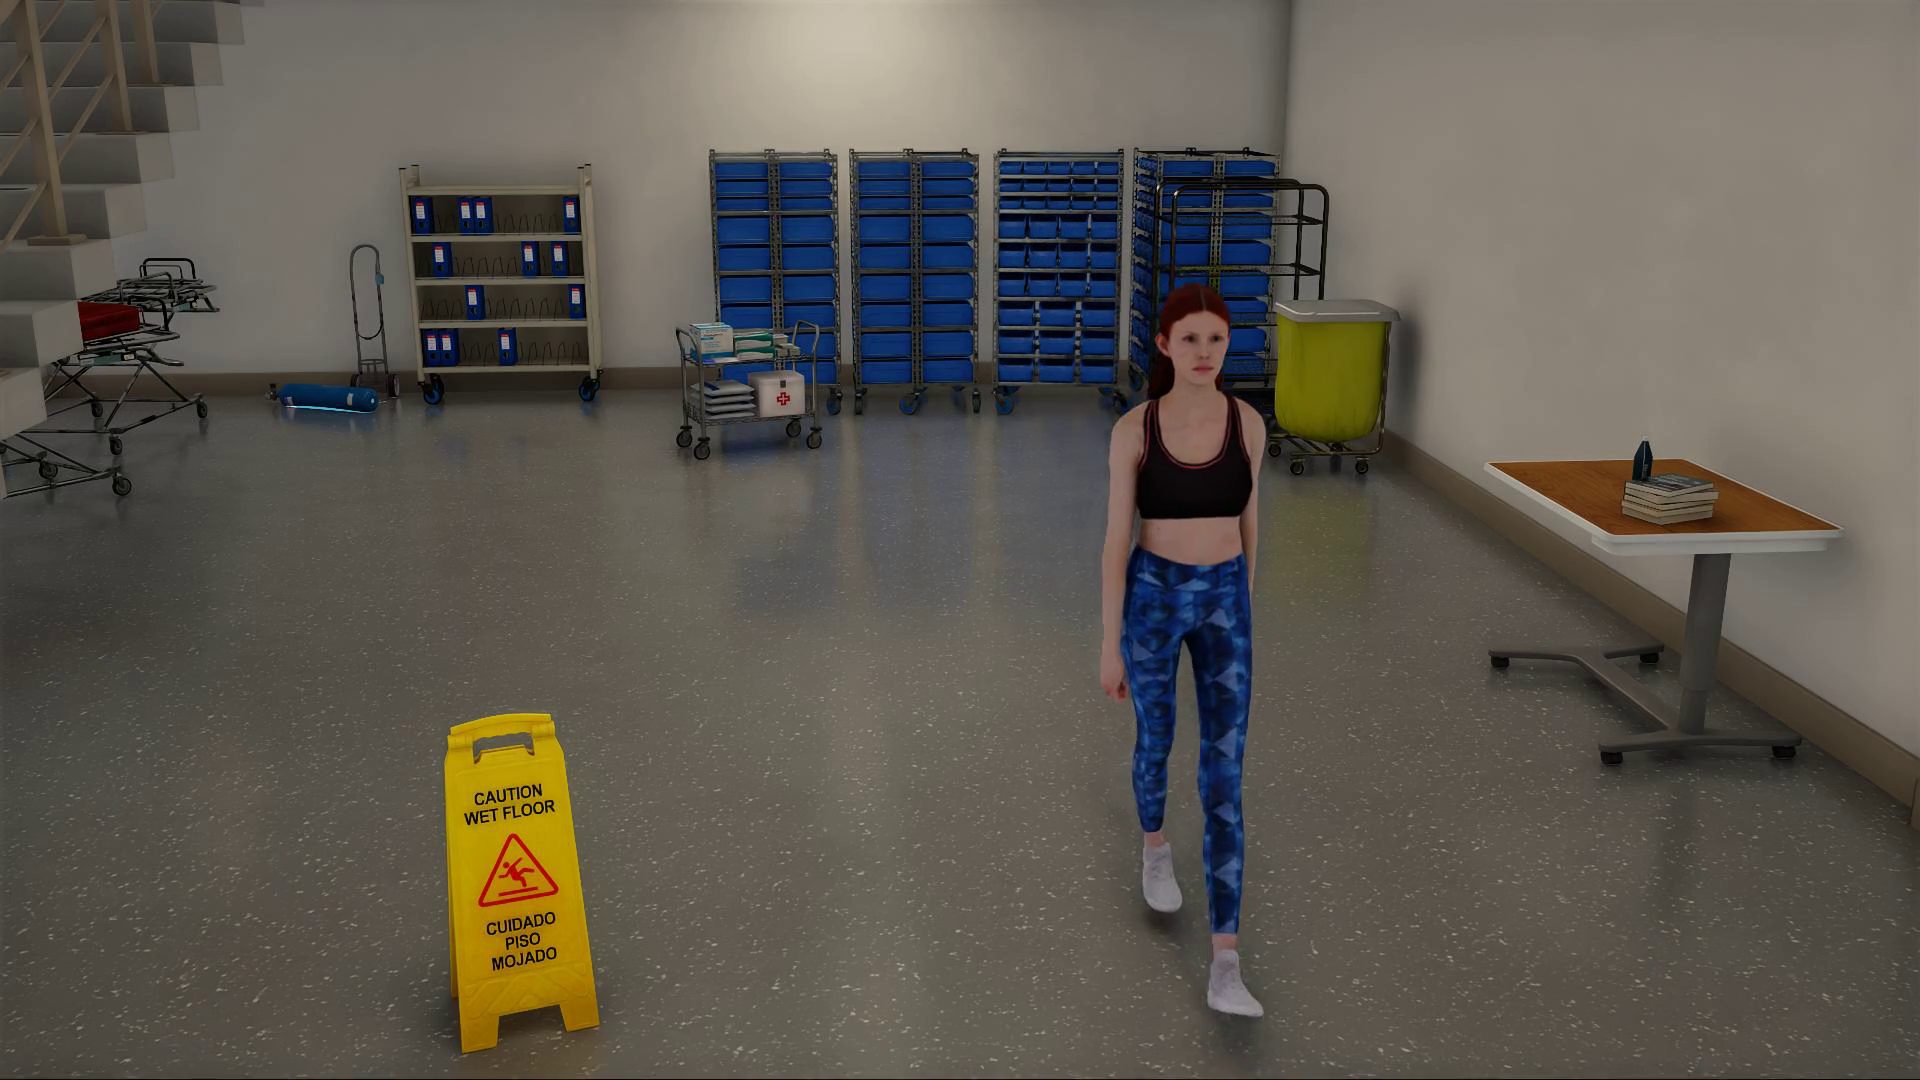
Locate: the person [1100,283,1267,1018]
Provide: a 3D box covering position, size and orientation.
[{"bbox_3d":[0.545,0.252,4.277,0.582,1.727,1.197,-2,16,-6],"label":"person"}]
